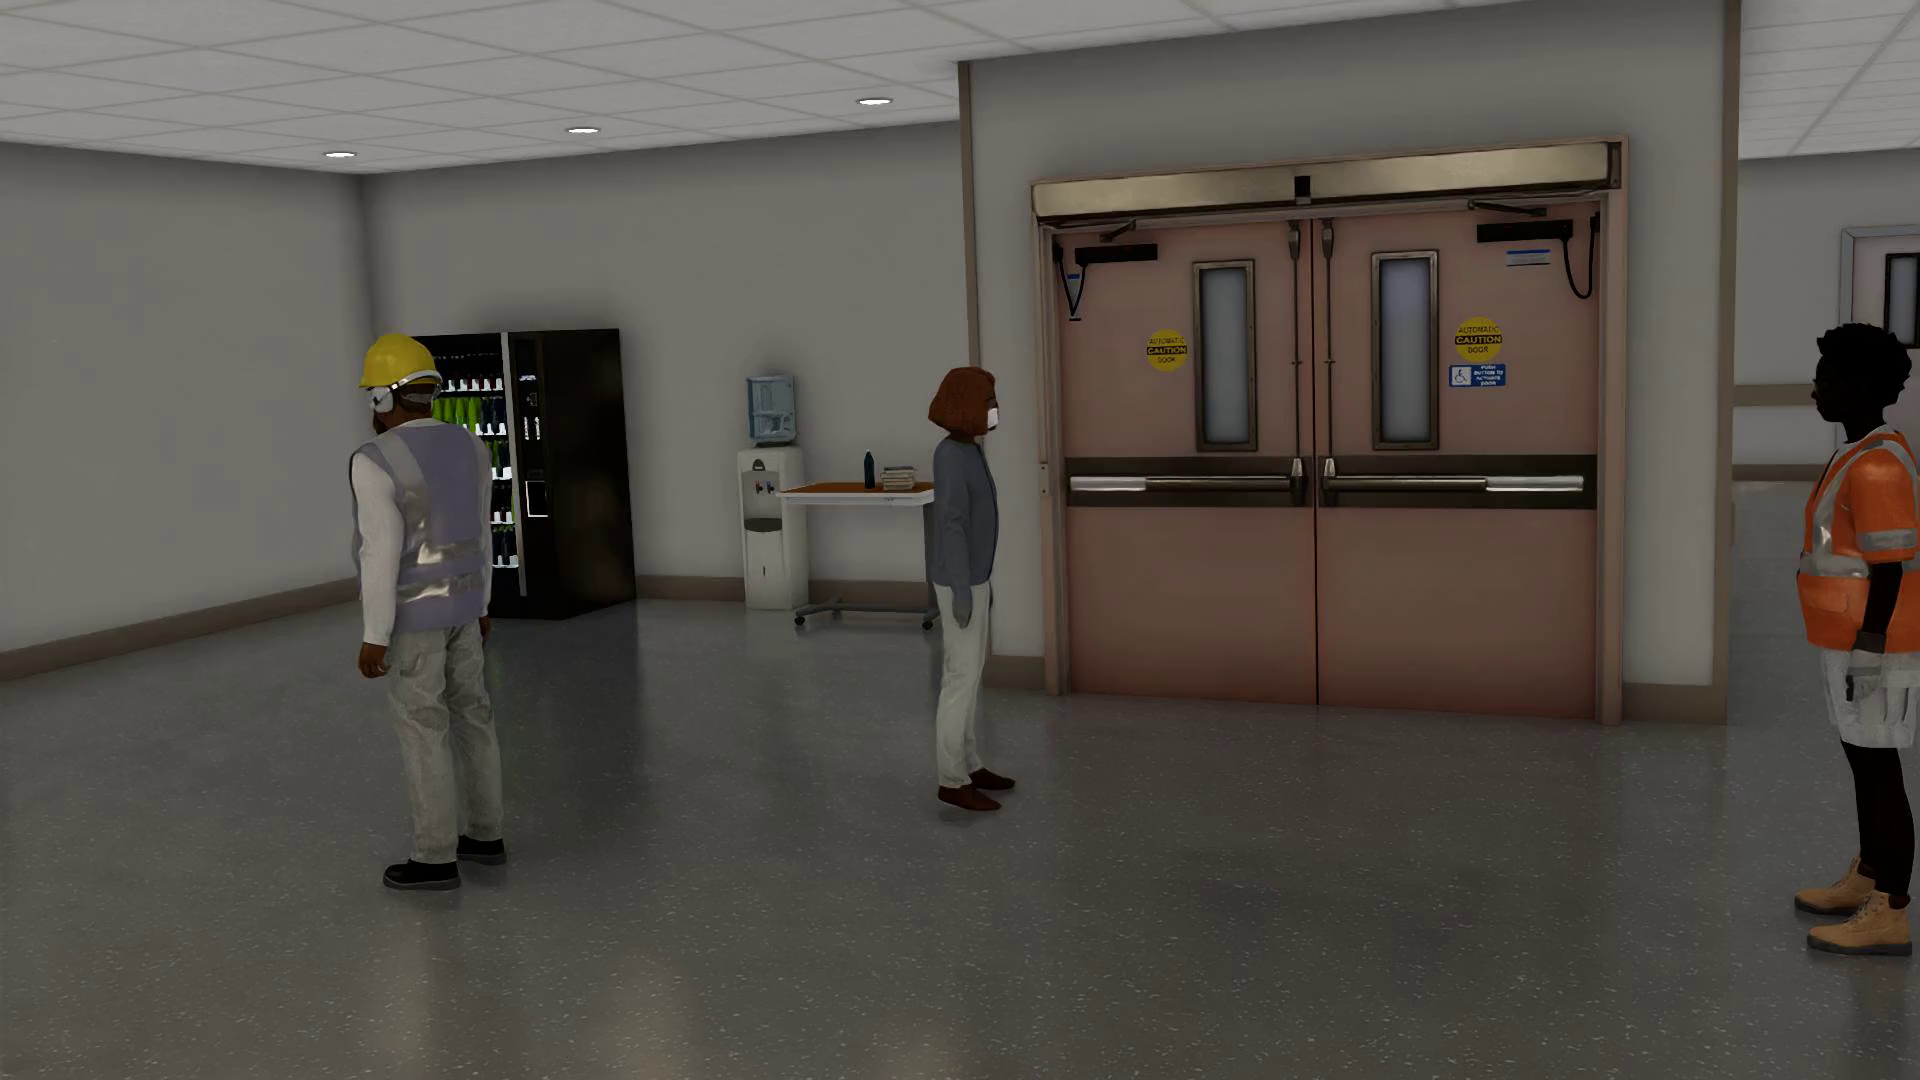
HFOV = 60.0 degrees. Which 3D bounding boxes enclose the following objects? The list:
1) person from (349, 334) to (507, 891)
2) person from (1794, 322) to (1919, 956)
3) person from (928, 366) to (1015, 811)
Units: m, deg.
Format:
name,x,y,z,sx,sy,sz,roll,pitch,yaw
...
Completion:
name,x,y,z,sx,sy,sz,roll,pitch,yaw
person,-1.779,0.236,5.512,0.403,1.830,0.600,1,8,23
person,2.437,0.265,4.502,0.317,1.695,0.540,1,8,23
person,0.033,0.174,6.189,0.269,1.631,0.506,-1,8,10
